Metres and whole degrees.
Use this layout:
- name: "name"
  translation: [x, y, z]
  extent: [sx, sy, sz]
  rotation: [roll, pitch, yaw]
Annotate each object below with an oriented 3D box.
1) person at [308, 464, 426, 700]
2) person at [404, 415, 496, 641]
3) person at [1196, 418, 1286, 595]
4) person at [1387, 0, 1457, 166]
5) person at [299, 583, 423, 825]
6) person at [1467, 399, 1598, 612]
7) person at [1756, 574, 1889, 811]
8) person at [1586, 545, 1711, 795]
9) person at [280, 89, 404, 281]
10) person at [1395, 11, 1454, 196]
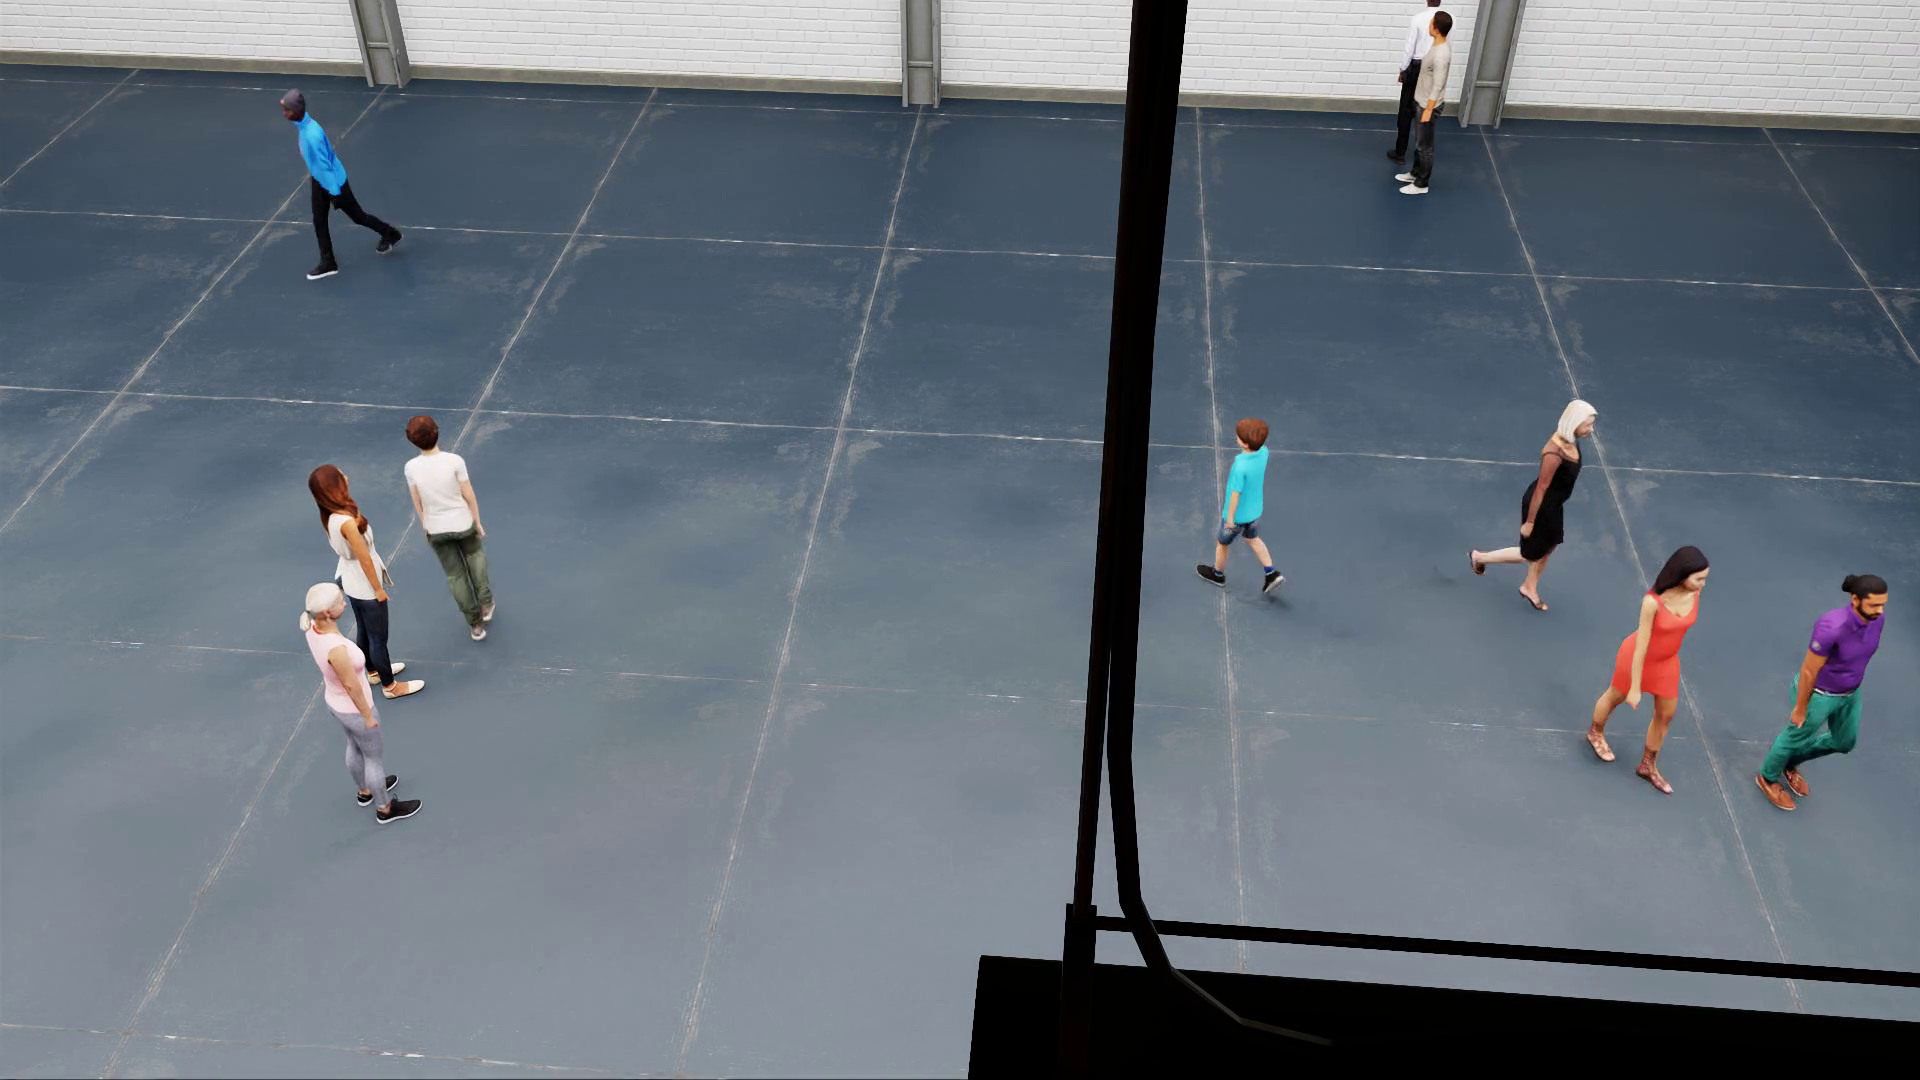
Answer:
- name: "person"
  translation: [-3.778, 0.264, 10.457]
  extent: [0.726, 1.786, 0.666]
  rotation: [-28, 46, -30]
- name: "person"
  translation: [-3.351, -0.034, 10.959]
  extent: [0.727, 1.625, 0.750]
  rotation: [-6, 39, -7]
- name: "person"
  translation: [1.988, -0.219, 11.340]
  extent: [0.927, 1.439, 0.838]
  rotation: [31, 48, 33]
- name: "person"
  translation: [4.607, -4.640, 16.557]
  extent: [0.527, 1.837, 0.732]
  rotation: [-3, 39, -4]
- name: "person"
  translation: [-3.539, 0.948, 9.652]
  extent: [0.710, 1.722, 0.643]
  rotation: [-30, 48, -32]
- name: "person"
  translation: [3.840, -0.248, 11.147]
  extent: [0.979, 1.725, 0.872]
  rotation: [22, 44, 25]
- name: "person"
  translation: [5.012, 0.834, 9.767]
  extent: [0.721, 1.757, 0.822]
  rotation: [-14, 41, -17]
- name: "person"
  translation: [4.076, 0.682, 10.009]
  extent: [0.916, 1.693, 0.894]
  rotation: [-13, 40, -15]
- name: "person"
  translation: [-5.521, -3.199, 14.825]
  extent: [1.160, 1.746, 1.154]
  rotation: [-30, 47, -32]
- name: "person"
  translation: [4.549, -4.225, 16.060]
  extent: [0.571, 1.809, 0.670]
  rotation: [6, 39, 8]
